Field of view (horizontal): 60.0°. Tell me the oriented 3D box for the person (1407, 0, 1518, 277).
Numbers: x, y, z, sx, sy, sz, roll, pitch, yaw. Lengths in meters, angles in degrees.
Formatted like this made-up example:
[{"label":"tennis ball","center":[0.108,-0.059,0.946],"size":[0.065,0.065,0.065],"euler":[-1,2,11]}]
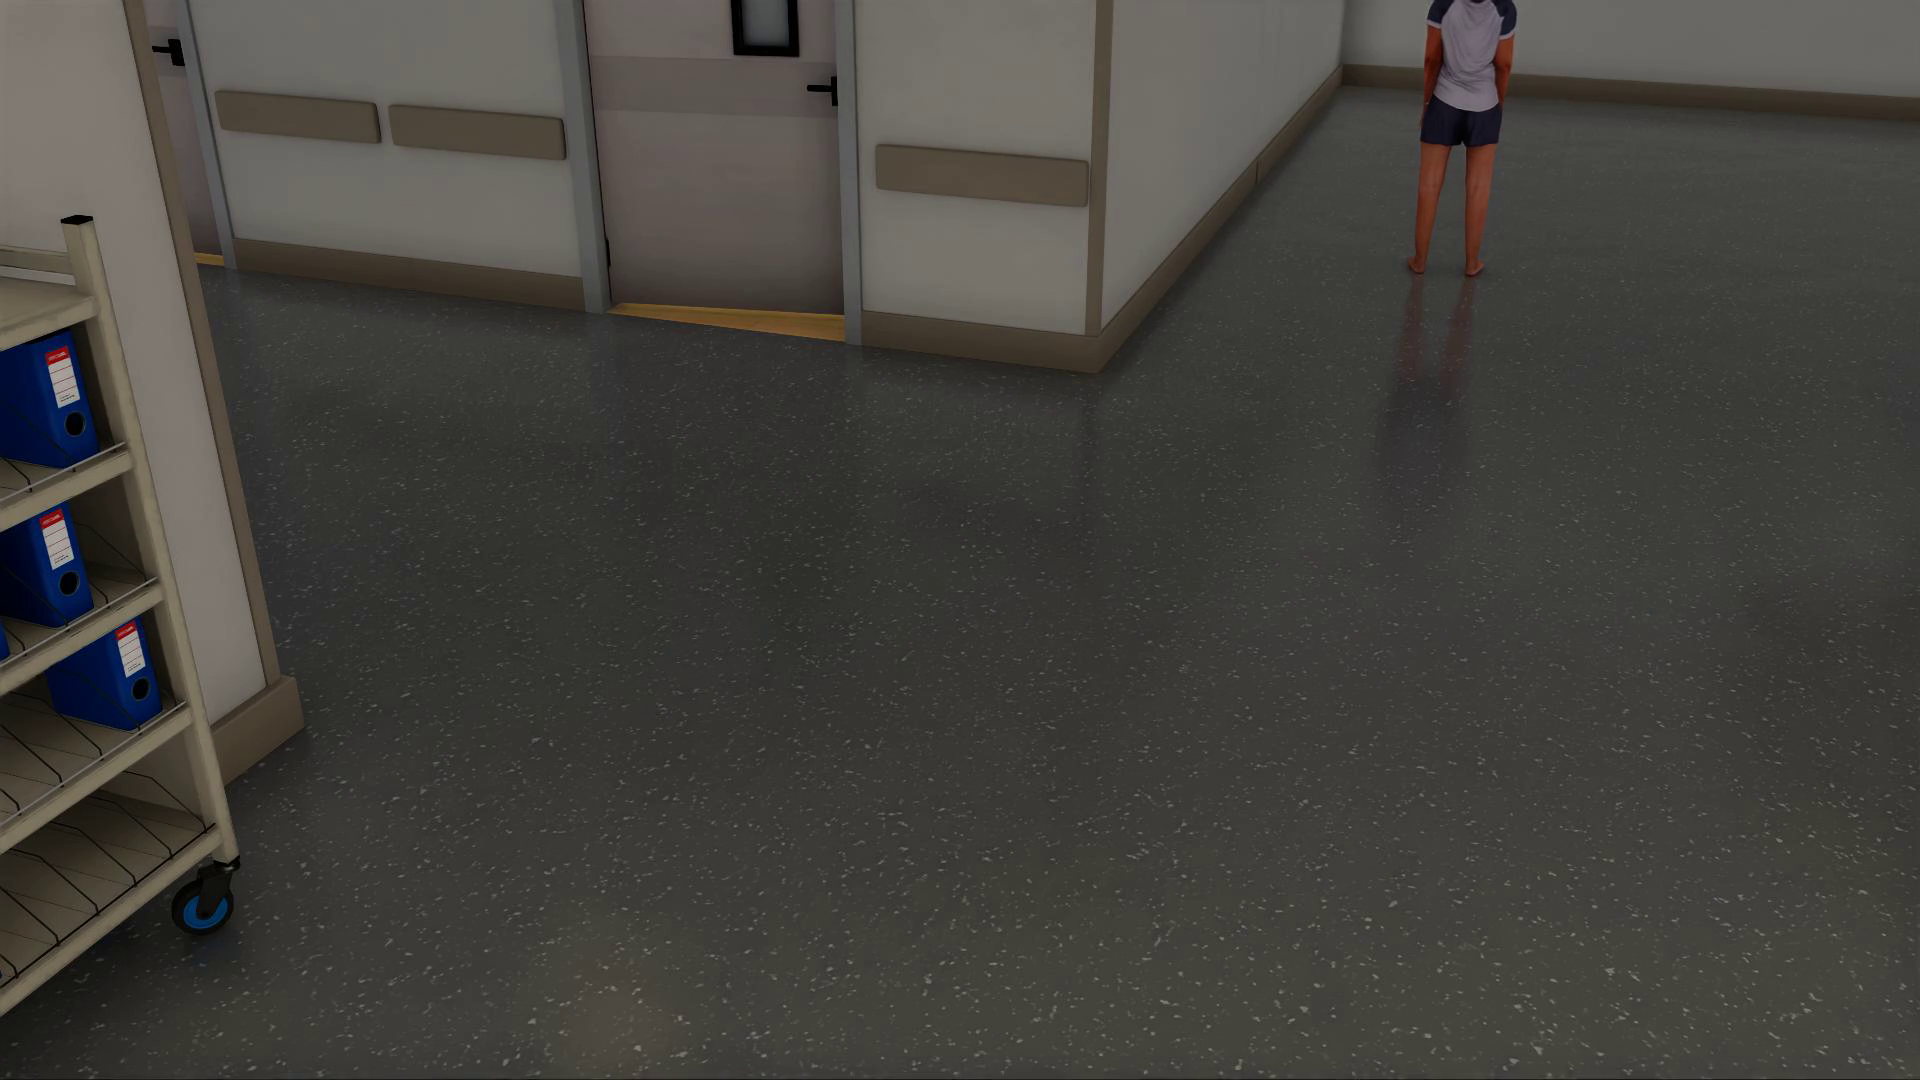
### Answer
[{"label":"person","center":[2.455,-2.102,8.114],"size":[0.602,1.625,0.569],"euler":[6,26,12]}]
